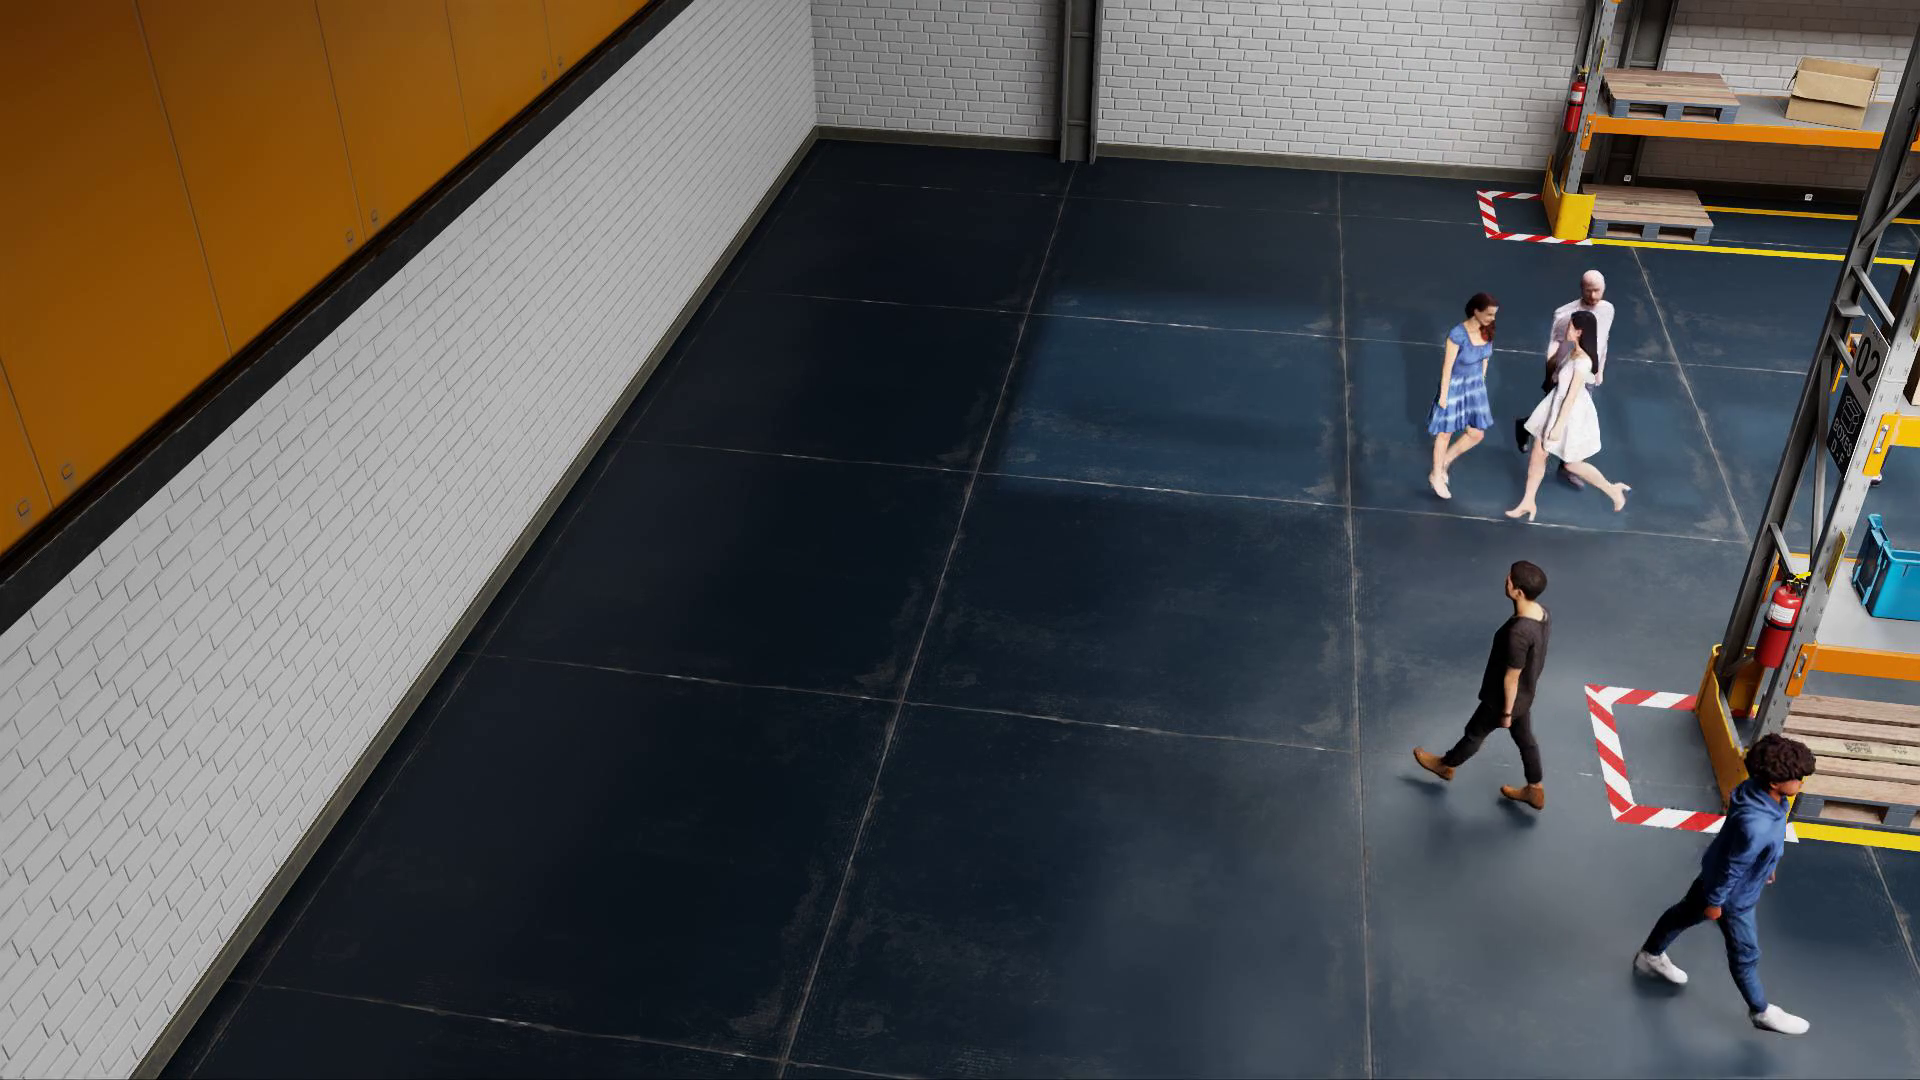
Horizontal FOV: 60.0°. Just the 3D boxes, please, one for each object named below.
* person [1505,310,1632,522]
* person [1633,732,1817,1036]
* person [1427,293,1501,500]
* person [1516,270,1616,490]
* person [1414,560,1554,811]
[{"bbox_3d":[4.635,-0.861,12.468,1.092,1.744,0.643,8,34,11],"label":"person"},{"bbox_3d":[3.889,1.710,8.576,1.213,1.771,0.948,18,38,25],"label":"person"},{"bbox_3d":[3.801,-1.125,12.830,0.812,1.783,0.876,-18,38,-25],"label":"person"},{"bbox_3d":[4.765,-1.324,13.103,1.045,1.813,1.006,-12,35,-17],"label":"person"},{"bbox_3d":[3.339,0.914,9.864,1.165,1.672,0.980,25,41,33],"label":"person"}]
